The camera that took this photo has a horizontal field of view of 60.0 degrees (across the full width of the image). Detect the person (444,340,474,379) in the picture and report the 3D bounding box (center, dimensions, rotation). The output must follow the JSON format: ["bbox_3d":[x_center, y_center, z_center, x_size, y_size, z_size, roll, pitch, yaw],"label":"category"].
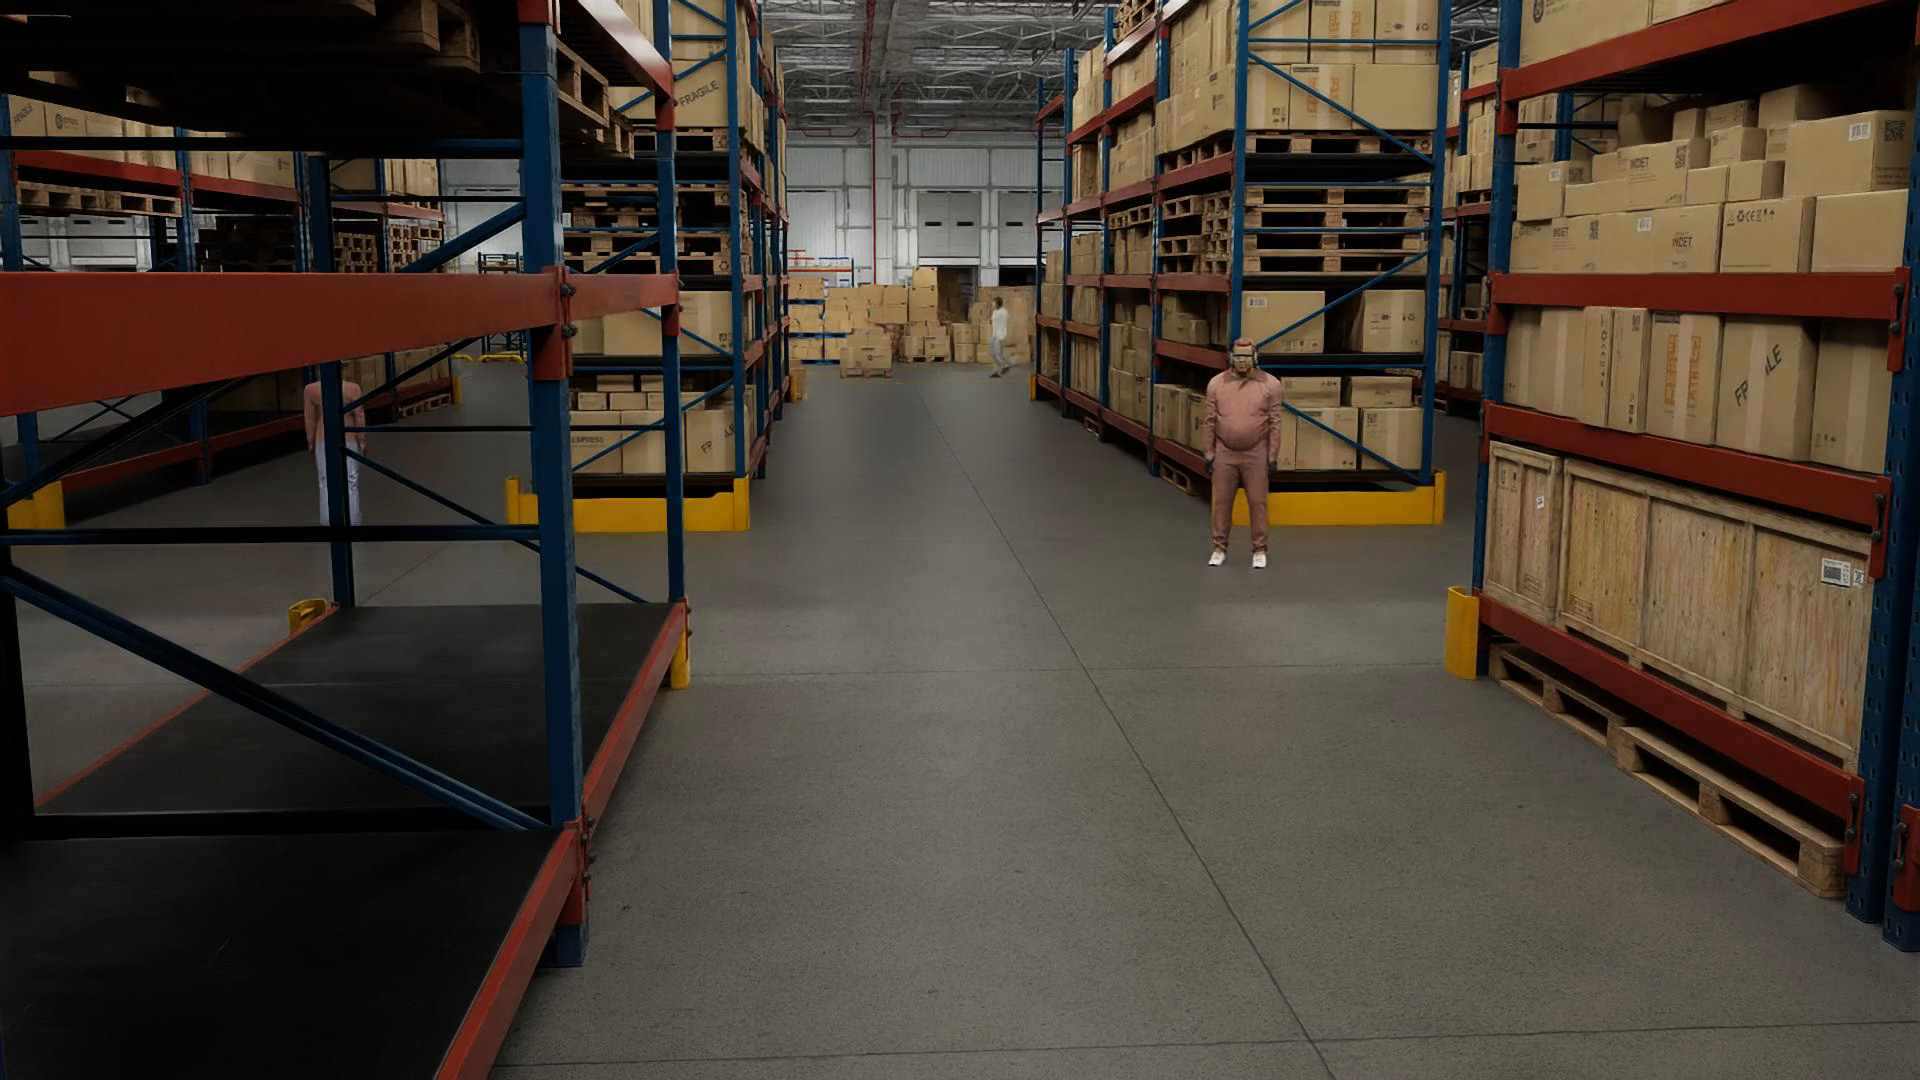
[{"bbox_3d":[-11.541,-4.435,38.009,0.869,1.589,0.508,-6,11,-33],"label":"person"}]

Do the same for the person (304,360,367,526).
[{"bbox_3d":[-5.671,-0.879,15.144,0.533,1.766,0.317,-1,9,-8],"label":"person"}]

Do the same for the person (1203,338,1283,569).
[{"bbox_3d":[2.314,-0.709,13.671,0.645,1.898,0.398,3,10,19],"label":"person"}]

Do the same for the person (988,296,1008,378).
[{"bbox_3d":[0.891,-4.733,38.836,0.442,1.922,0.638,-4,10,-23],"label":"person"}]
